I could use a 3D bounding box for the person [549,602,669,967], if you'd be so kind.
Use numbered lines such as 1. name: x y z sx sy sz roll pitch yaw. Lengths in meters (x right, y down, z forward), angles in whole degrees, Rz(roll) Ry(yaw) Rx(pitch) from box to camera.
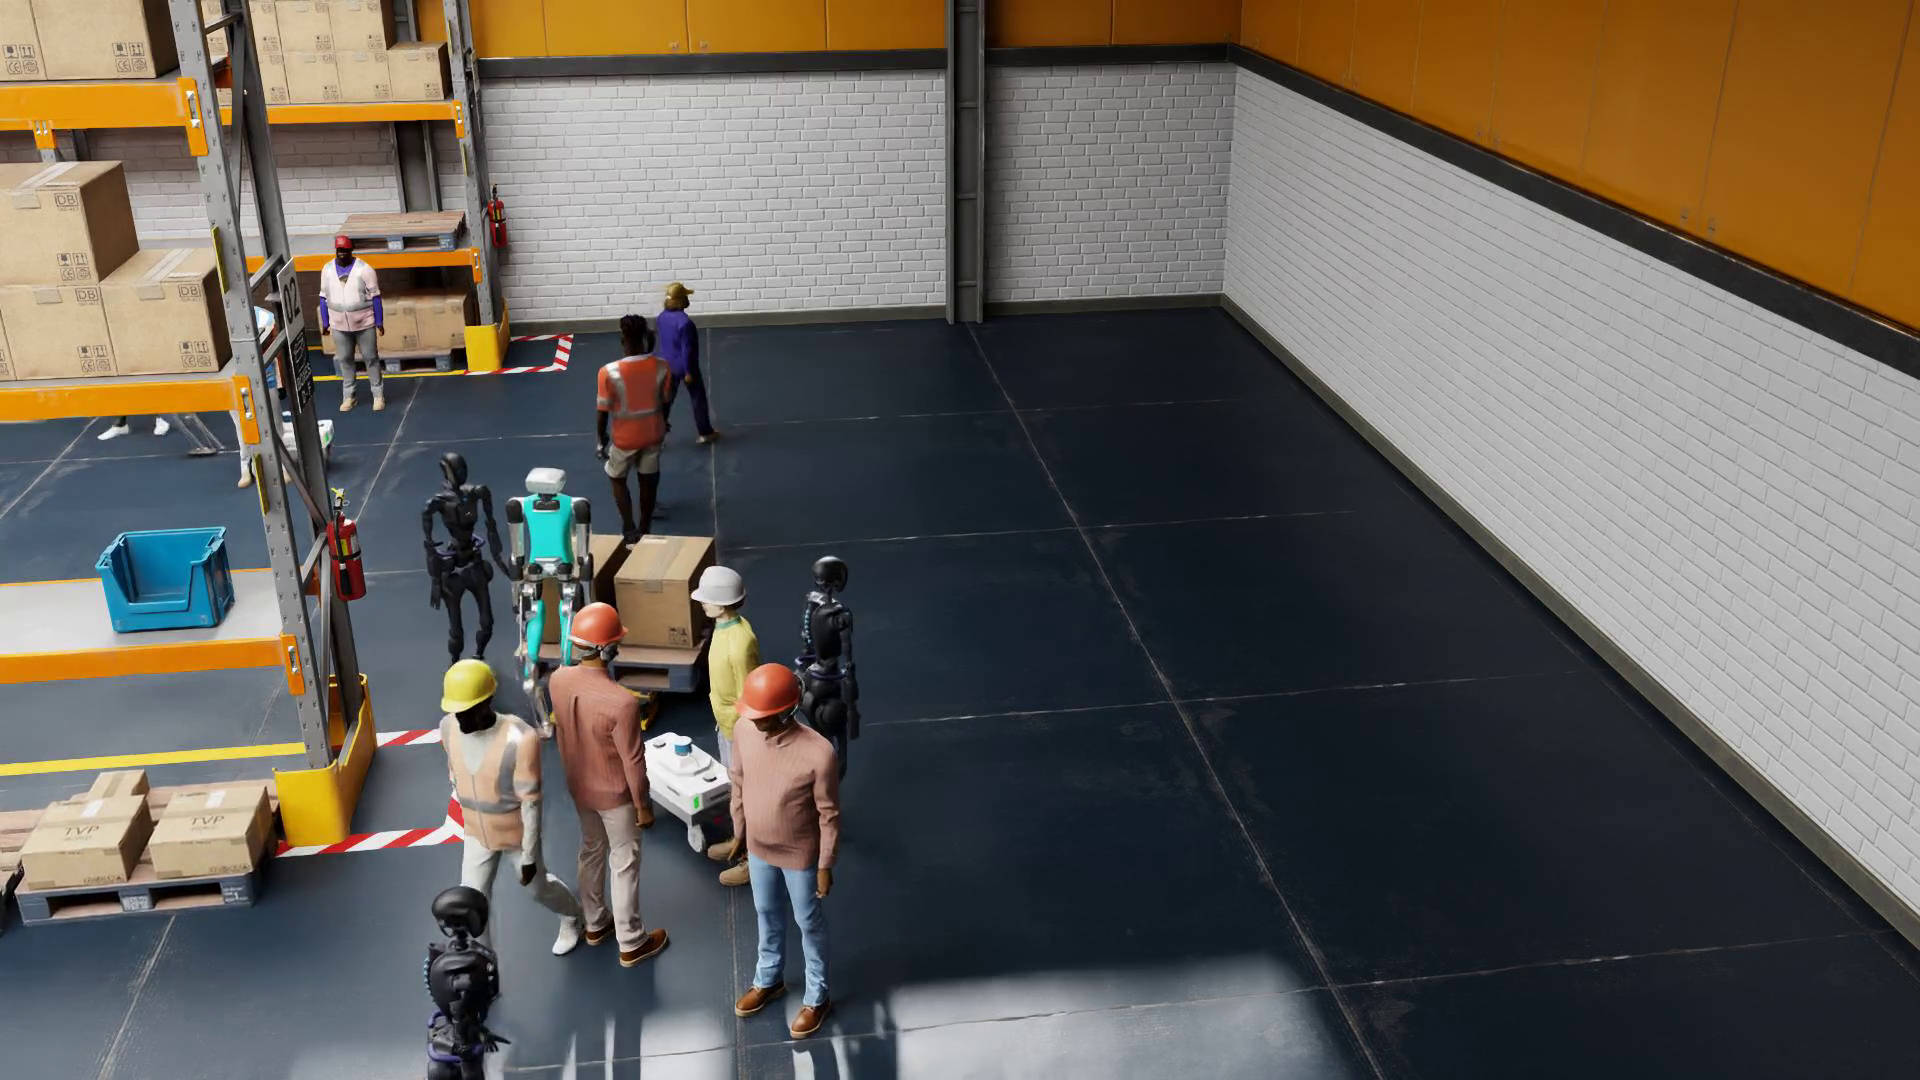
1. person: -1.782 1.239 8.444 0.610 1.986 0.401 17 29 34

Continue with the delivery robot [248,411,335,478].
1. delivery robot: -6.058 -0.856 15.007 0.779 0.608 0.499 -6 24 -13

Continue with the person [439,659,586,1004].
1. person: -2.251 1.390 8.221 0.582 1.886 0.939 8 25 18

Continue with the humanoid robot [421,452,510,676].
1. humanoid robot: -3.335 0.190 11.217 0.324 1.655 0.602 20 30 38

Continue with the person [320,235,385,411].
1. person: -5.989 -2.133 16.407 0.604 1.756 0.419 -2 24 -5

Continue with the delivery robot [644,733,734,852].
1. delivery robot: -1.625 1.438 9.788 0.499 0.614 0.815 -21 31 -39

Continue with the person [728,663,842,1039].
1. person: -0.848 1.465 7.924 0.608 1.987 0.388 14 27 29

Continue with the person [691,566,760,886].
1. person: -1.223 1.004 9.097 0.378 1.888 0.490 -8 25 -18

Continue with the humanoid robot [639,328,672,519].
1. humanoid robot: -2.616 -0.978 13.877 0.332 1.649 0.589 4 24 10

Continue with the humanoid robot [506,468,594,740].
1. humanoid robot: -2.579 0.484 10.479 0.550 1.785 0.756 -2 24 -4

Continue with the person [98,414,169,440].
1. person: -7.936 -1.856 15.667 0.650 1.849 0.469 7 25 15

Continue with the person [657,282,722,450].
1. person: -2.642 -1.607 15.410 0.463 1.590 0.818 21 31 39

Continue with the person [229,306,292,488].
1. person: -6.196 -1.361 14.540 0.626 1.844 0.429 -4 24 -9

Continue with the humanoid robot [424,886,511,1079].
1. humanoid robot: -2.059 2.148 6.758 0.452 1.648 0.612 -6 25 -14

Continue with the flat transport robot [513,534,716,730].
1. flat transport robot: -2.280 0.873 11.407 0.659 0.231 1.431 2 24 5

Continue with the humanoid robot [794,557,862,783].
1. humanoid robot: -0.822 0.893 9.619 0.462 1.647 0.592 -15 28 -31

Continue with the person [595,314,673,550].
1. person: -2.582 -0.836 13.219 0.660 1.946 0.432 -16 28 -32

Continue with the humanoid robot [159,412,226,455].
1. humanoid robot: -7.119 -1.574 15.178 0.672 1.809 0.554 -4 24 -9
